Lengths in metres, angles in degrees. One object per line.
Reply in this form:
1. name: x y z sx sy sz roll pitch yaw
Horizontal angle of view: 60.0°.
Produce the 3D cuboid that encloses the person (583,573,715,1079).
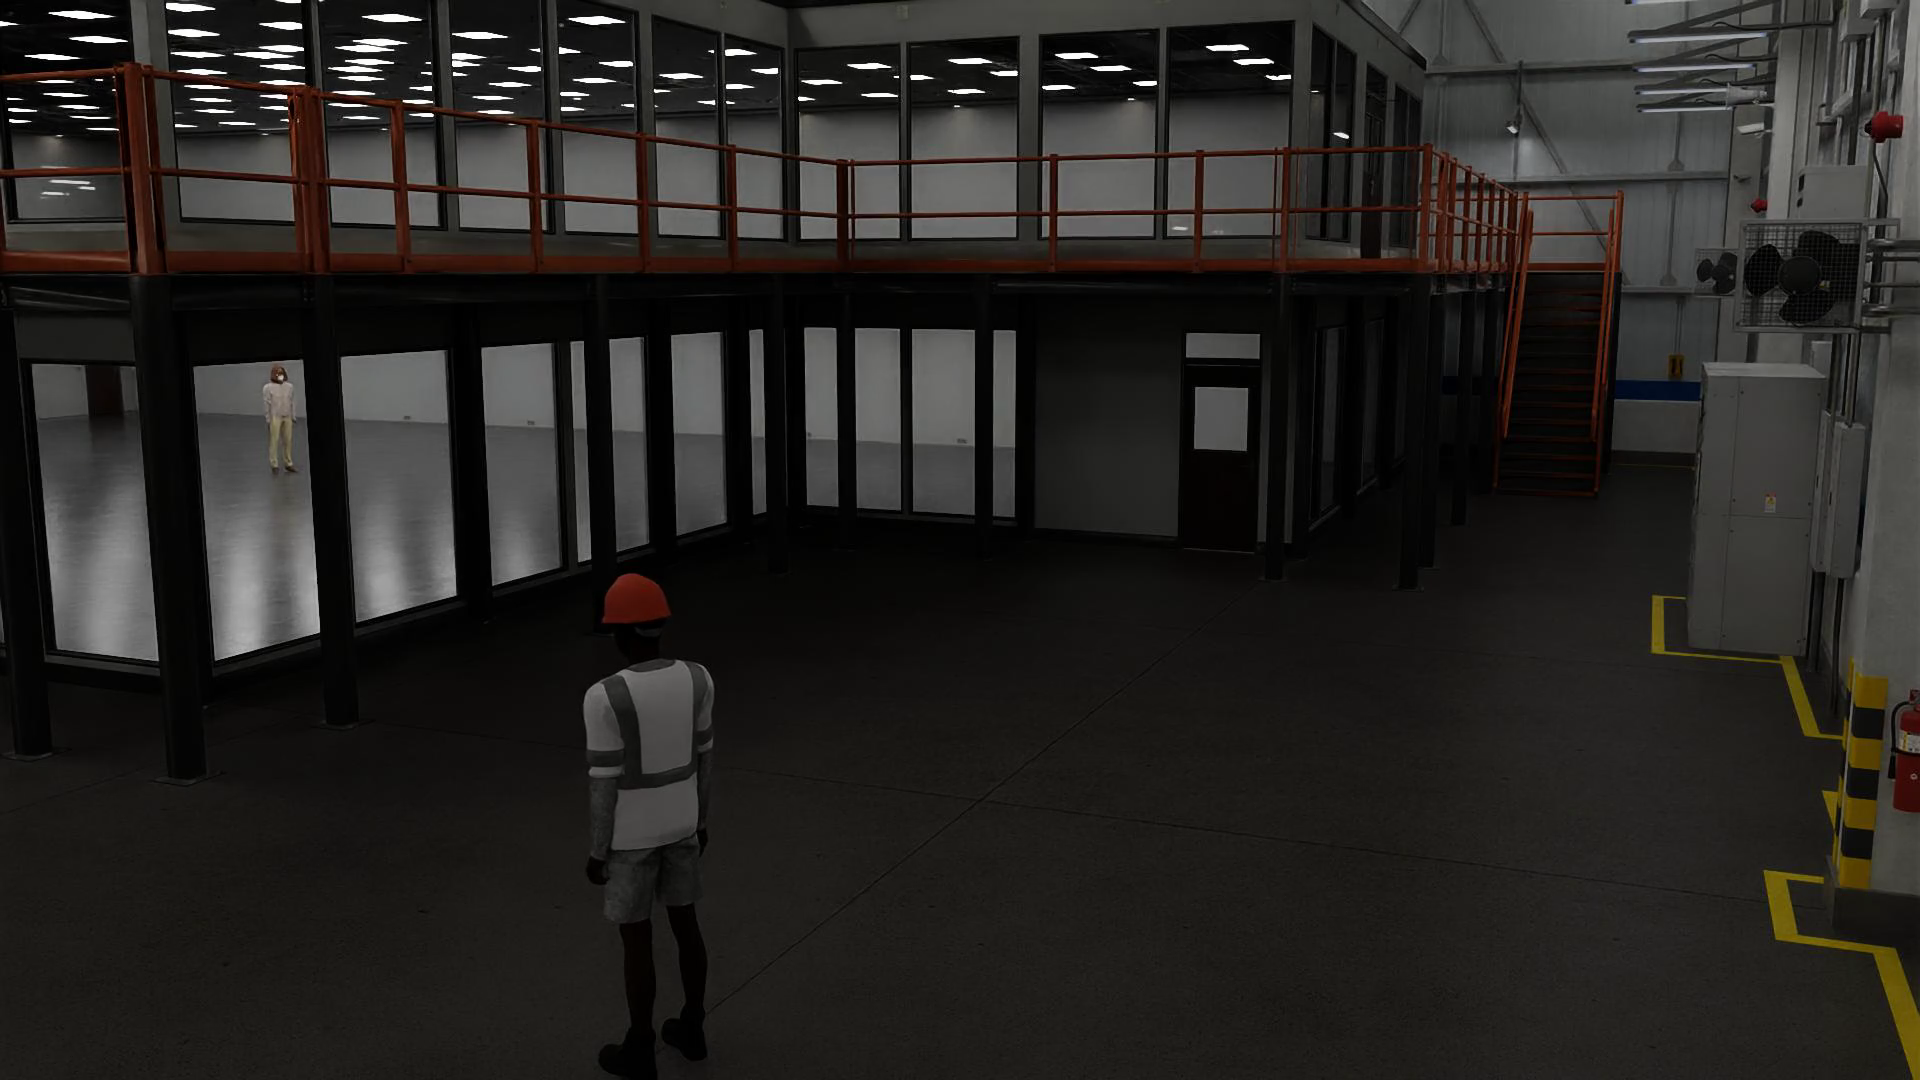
1. person: -1.186 1.081 6.308 0.544 1.937 0.358 -9 13 -44
